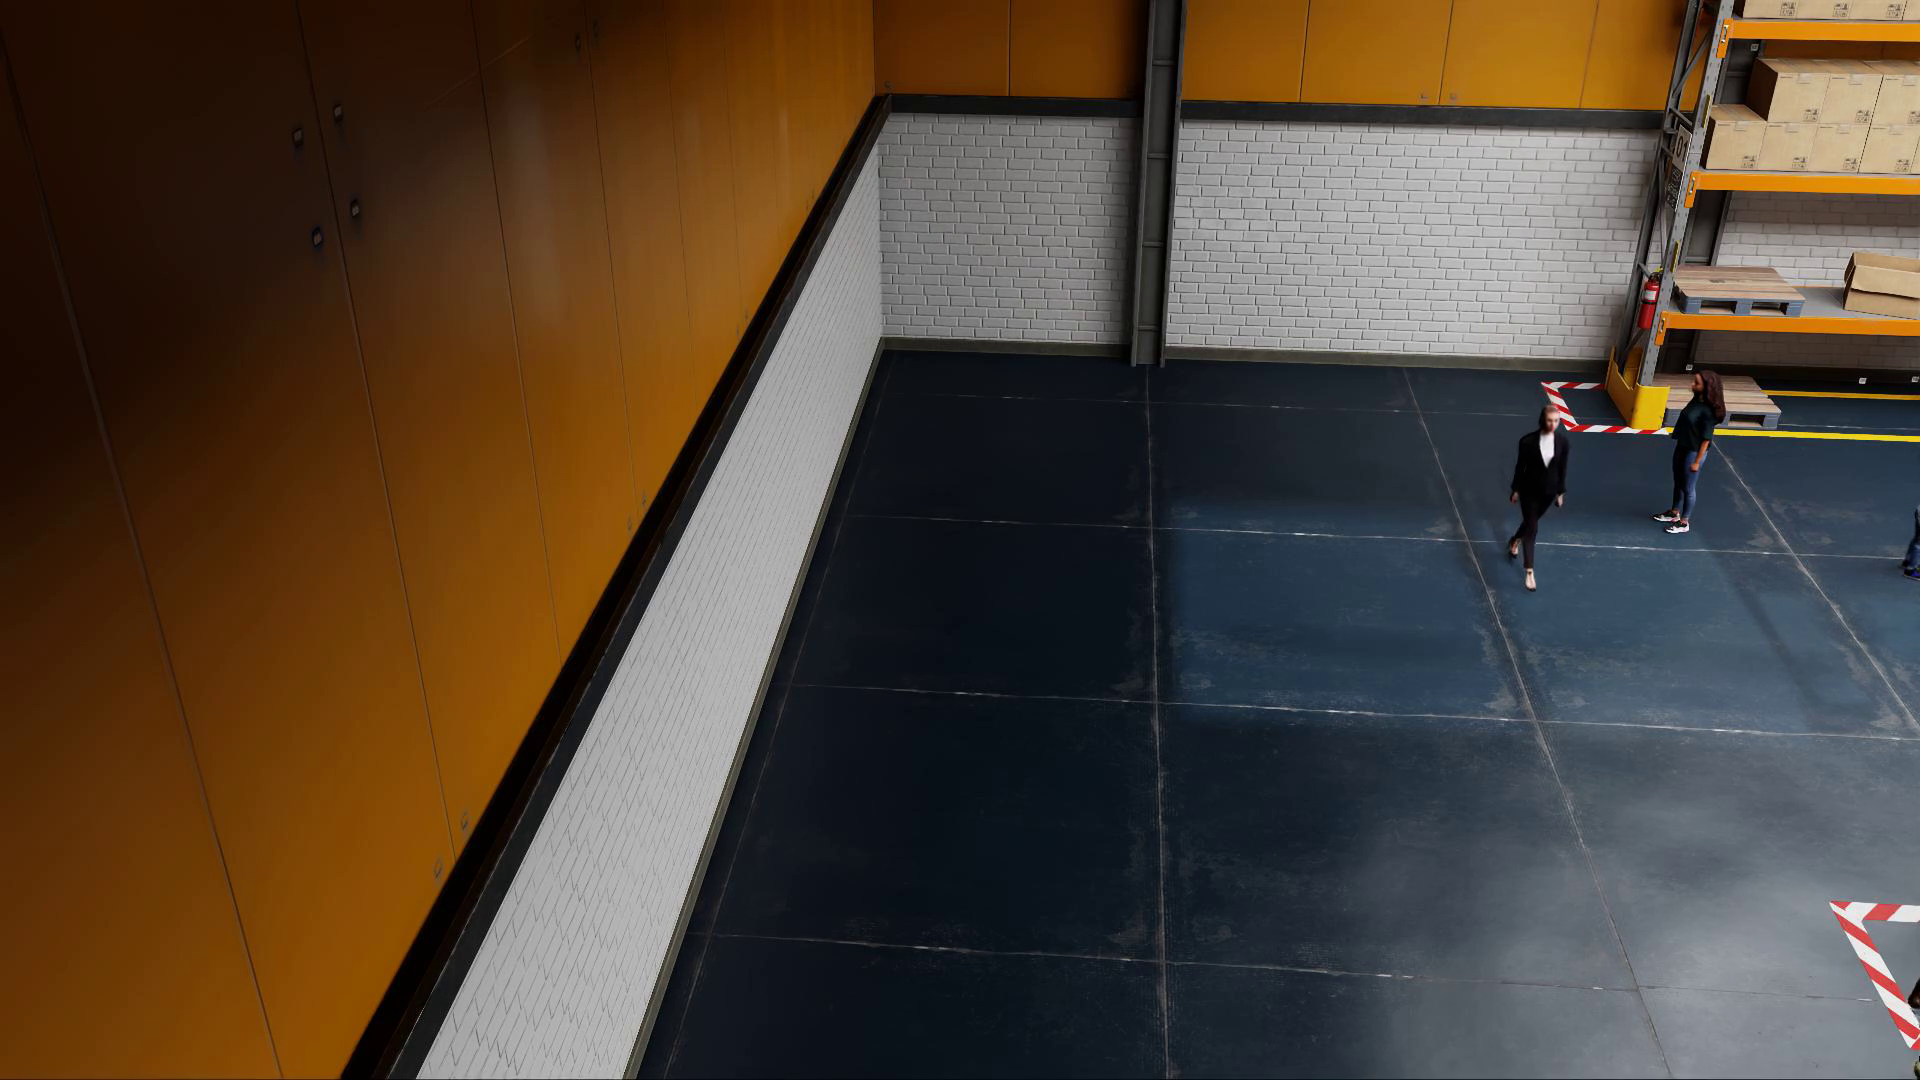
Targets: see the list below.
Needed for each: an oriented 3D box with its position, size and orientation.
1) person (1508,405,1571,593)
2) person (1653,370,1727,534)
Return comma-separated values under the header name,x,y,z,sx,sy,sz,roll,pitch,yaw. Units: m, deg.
name,x,y,z,sx,sy,sz,roll,pitch,yaw
person,5.154,-0.441,14.909,1.010,1.666,0.758,0,29,-1
person,6.912,-0.847,15.705,0.621,1.617,0.622,-1,29,-2
